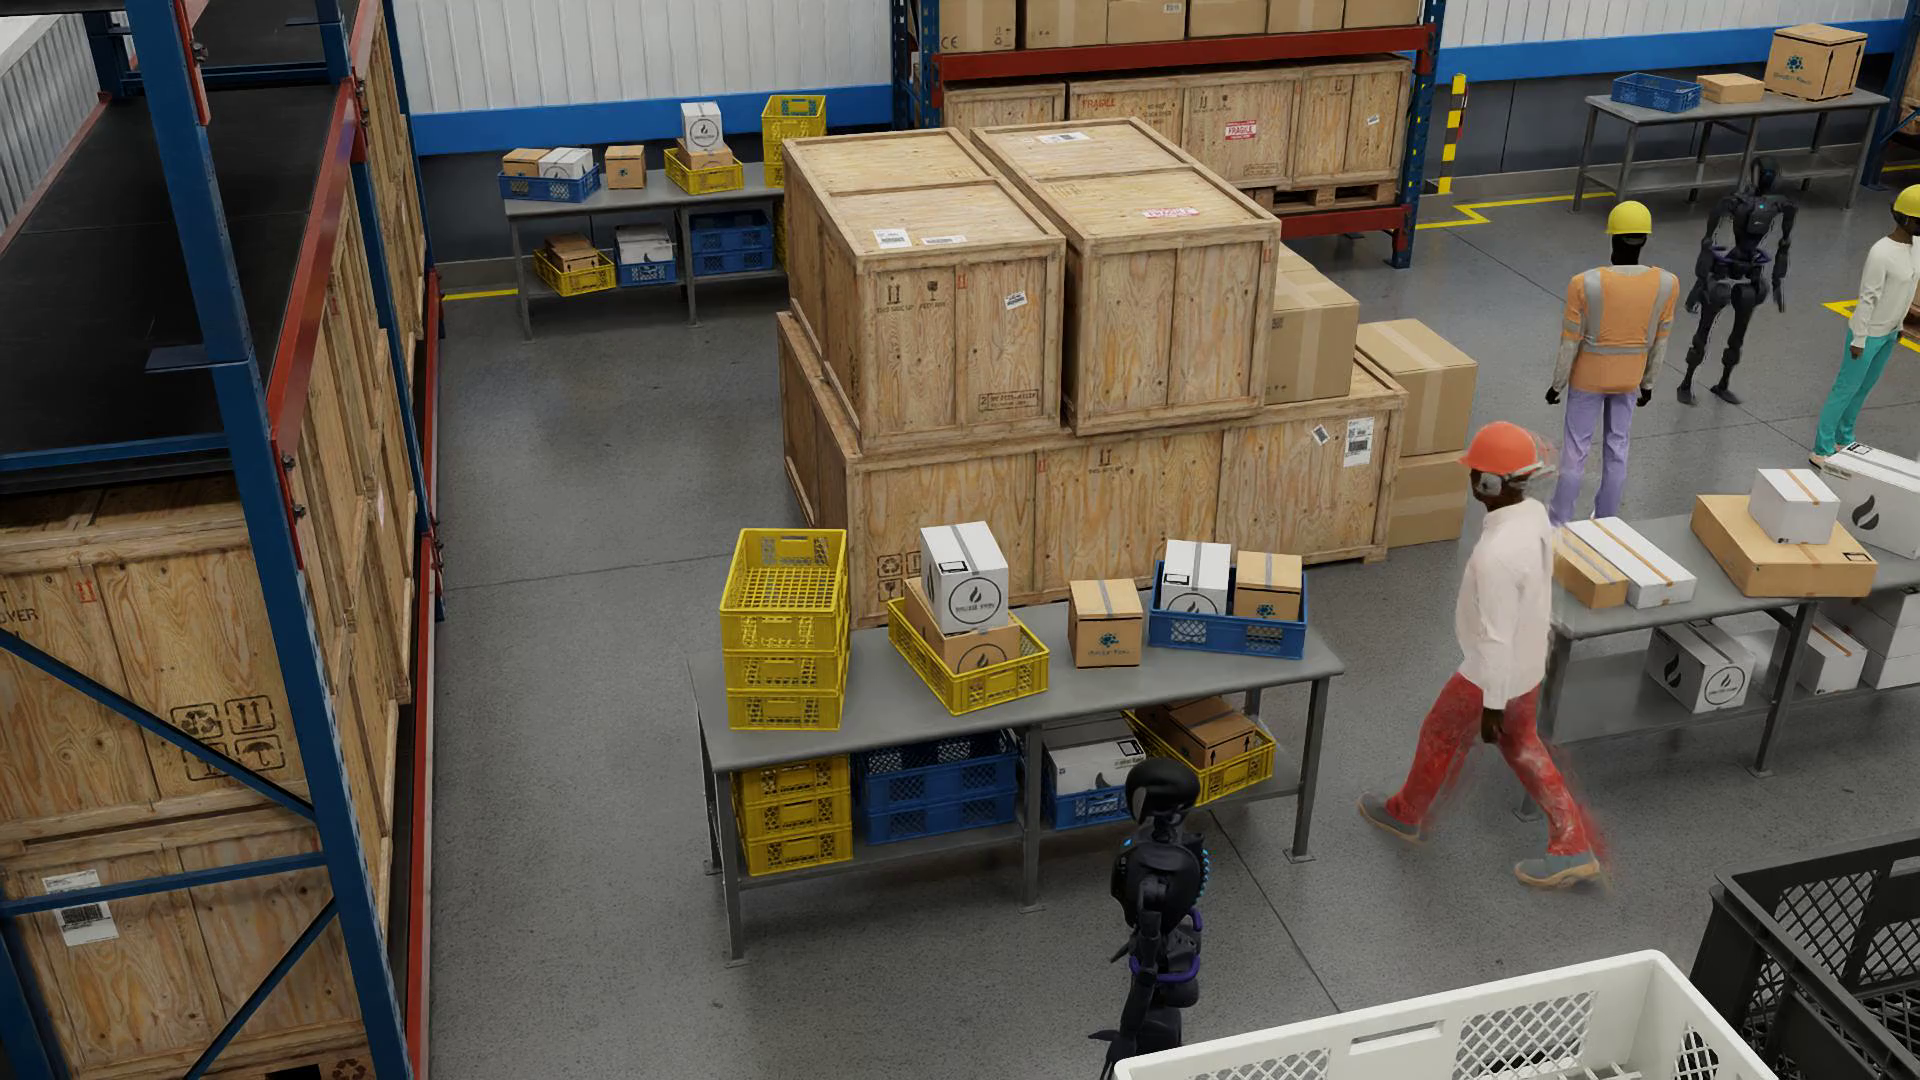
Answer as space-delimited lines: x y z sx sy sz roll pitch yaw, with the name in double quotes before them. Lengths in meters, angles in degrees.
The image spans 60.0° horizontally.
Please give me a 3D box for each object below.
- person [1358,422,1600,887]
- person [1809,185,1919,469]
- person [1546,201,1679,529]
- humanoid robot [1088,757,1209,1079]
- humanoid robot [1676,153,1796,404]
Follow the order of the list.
"person" 2.165 0.482 6.532 0.984 1.930 0.676 23 36 35
"person" 5.422 -1.232 9.799 0.532 1.767 0.320 -20 35 -32
"person" 3.488 -0.886 9.017 0.584 1.918 0.373 0 29 0
"humanoid robot" 0.578 1.365 5.165 0.327 1.657 0.589 4 29 8
"humanoid robot" 4.981 -1.659 10.661 0.594 1.654 0.325 2 29 3
